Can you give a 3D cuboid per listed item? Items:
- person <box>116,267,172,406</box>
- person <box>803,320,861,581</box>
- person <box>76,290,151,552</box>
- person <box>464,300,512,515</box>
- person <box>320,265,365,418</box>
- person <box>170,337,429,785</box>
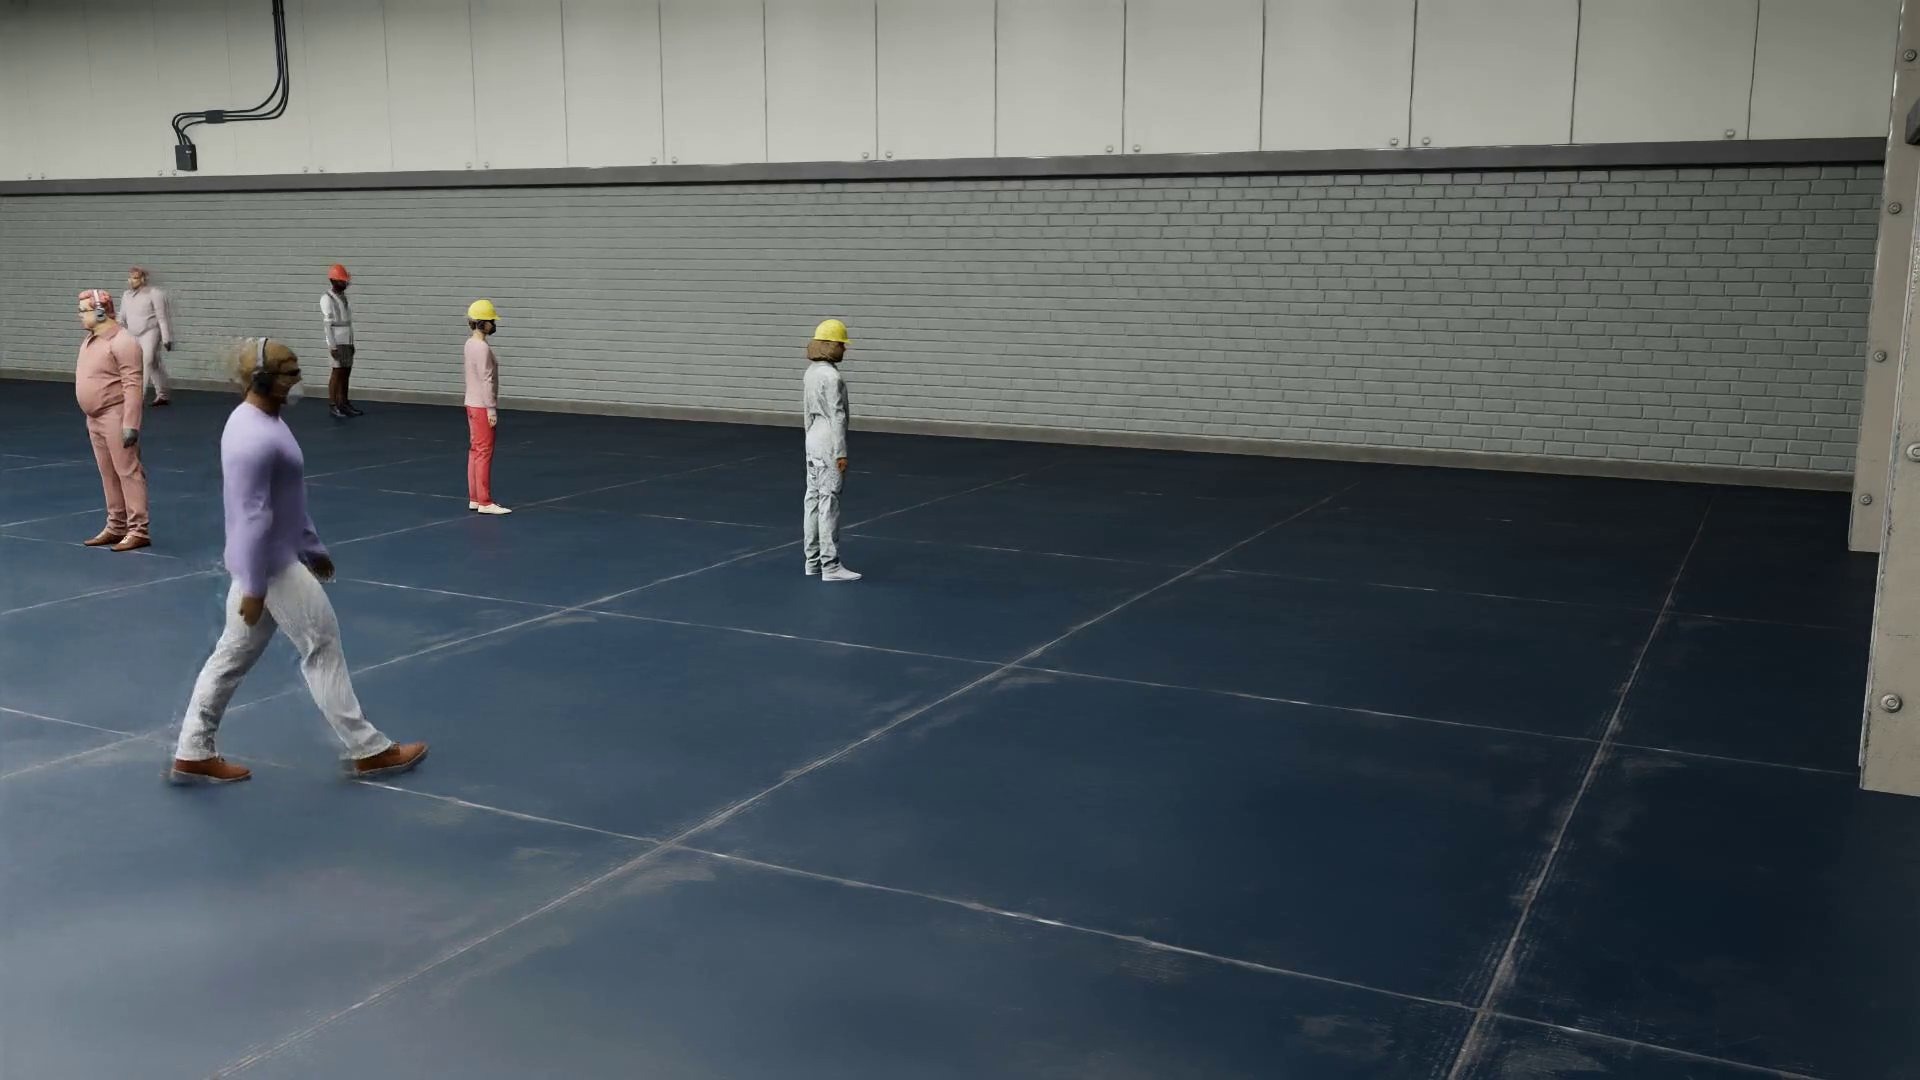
[{"bbox_3d":[-10.939,-2.678,22.128,0.649,1.860,0.968,5,11,25],"label":"person"},{"bbox_3d":[-0.870,-0.600,11.147,0.311,1.736,0.483,-6,12,-28],"label":"person"},{"bbox_3d":[-6.227,-0.870,12.170,0.637,1.904,0.403,8,13,37],"label":"person"},{"bbox_3d":[-3.926,-1.095,13.766,0.317,1.767,0.534,-6,12,-29],"label":"person"},{"bbox_3d":[-7.803,-2.500,21.043,0.396,1.924,0.595,2,11,11],"label":"person"},{"bbox_3d":[-2.840,0.103,6.916,1.025,1.891,0.632,-5,11,-24],"label":"person"}]
